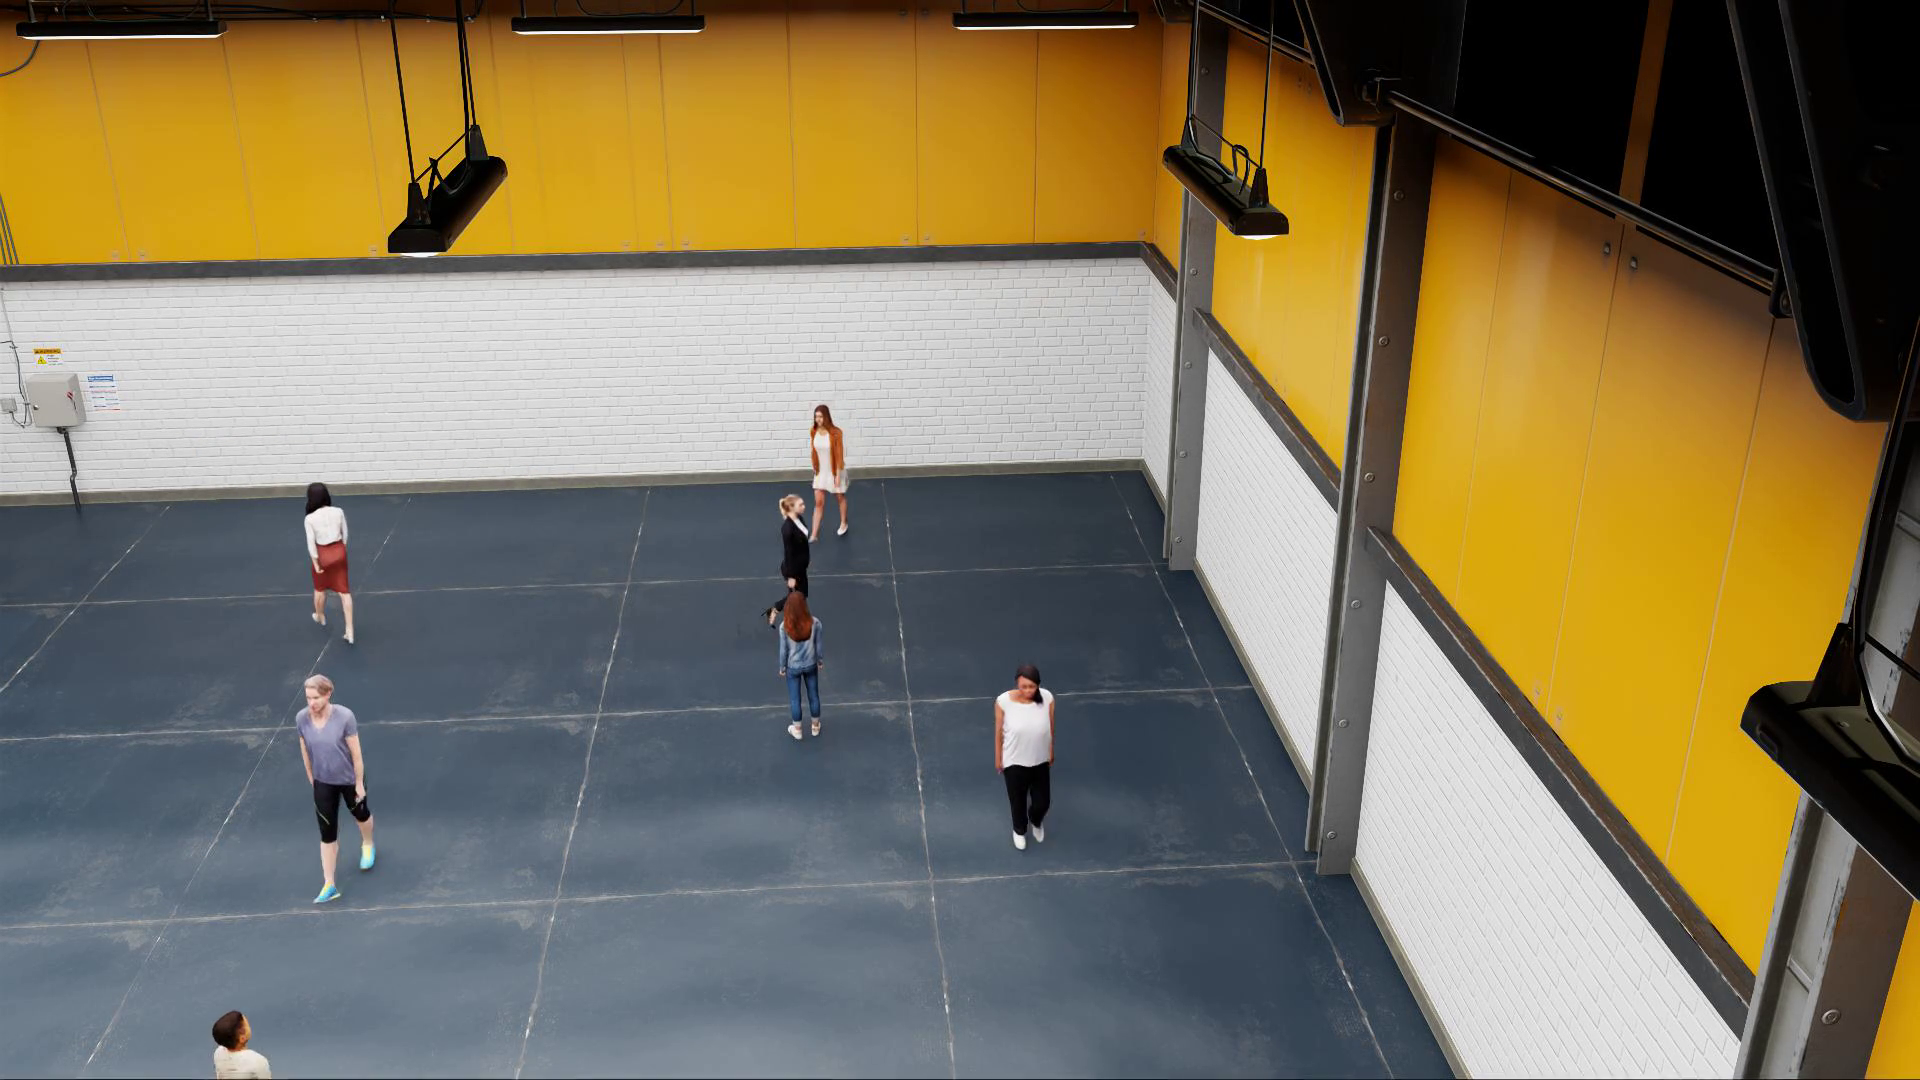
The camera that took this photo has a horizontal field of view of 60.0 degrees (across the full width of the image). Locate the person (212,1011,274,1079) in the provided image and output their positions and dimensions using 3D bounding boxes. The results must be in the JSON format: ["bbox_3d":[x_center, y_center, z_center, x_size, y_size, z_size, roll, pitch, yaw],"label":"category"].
[{"bbox_3d":[-4.324,3.519,10.030,0.810,1.440,1.049,8,25,17],"label":"person"}]

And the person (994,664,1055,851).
[{"bbox_3d":[0.550,1.752,13.777,0.659,1.677,0.596,-3,24,-6],"label":"person"}]

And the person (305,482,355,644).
[{"bbox_3d":[-6.443,0.255,17.143,0.932,1.722,1.062,-19,30,-37],"label":"person"}]

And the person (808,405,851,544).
[{"bbox_3d":[-1.489,-0.822,19.664,0.909,1.677,1.141,7,25,16],"label":"person"}]

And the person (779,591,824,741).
[{"bbox_3d":[-1.465,1.155,15.393,0.597,1.476,0.553,-7,24,-15],"label":"person"}]

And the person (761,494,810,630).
[{"bbox_3d":[-1.772,0.312,17.048,0.822,1.695,0.841,5,24,12],"label":"person"}]

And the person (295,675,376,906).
[{"bbox_3d":[-4.915,1.888,13.262,0.711,1.840,1.182,-1,24,-2],"label":"person"}]
